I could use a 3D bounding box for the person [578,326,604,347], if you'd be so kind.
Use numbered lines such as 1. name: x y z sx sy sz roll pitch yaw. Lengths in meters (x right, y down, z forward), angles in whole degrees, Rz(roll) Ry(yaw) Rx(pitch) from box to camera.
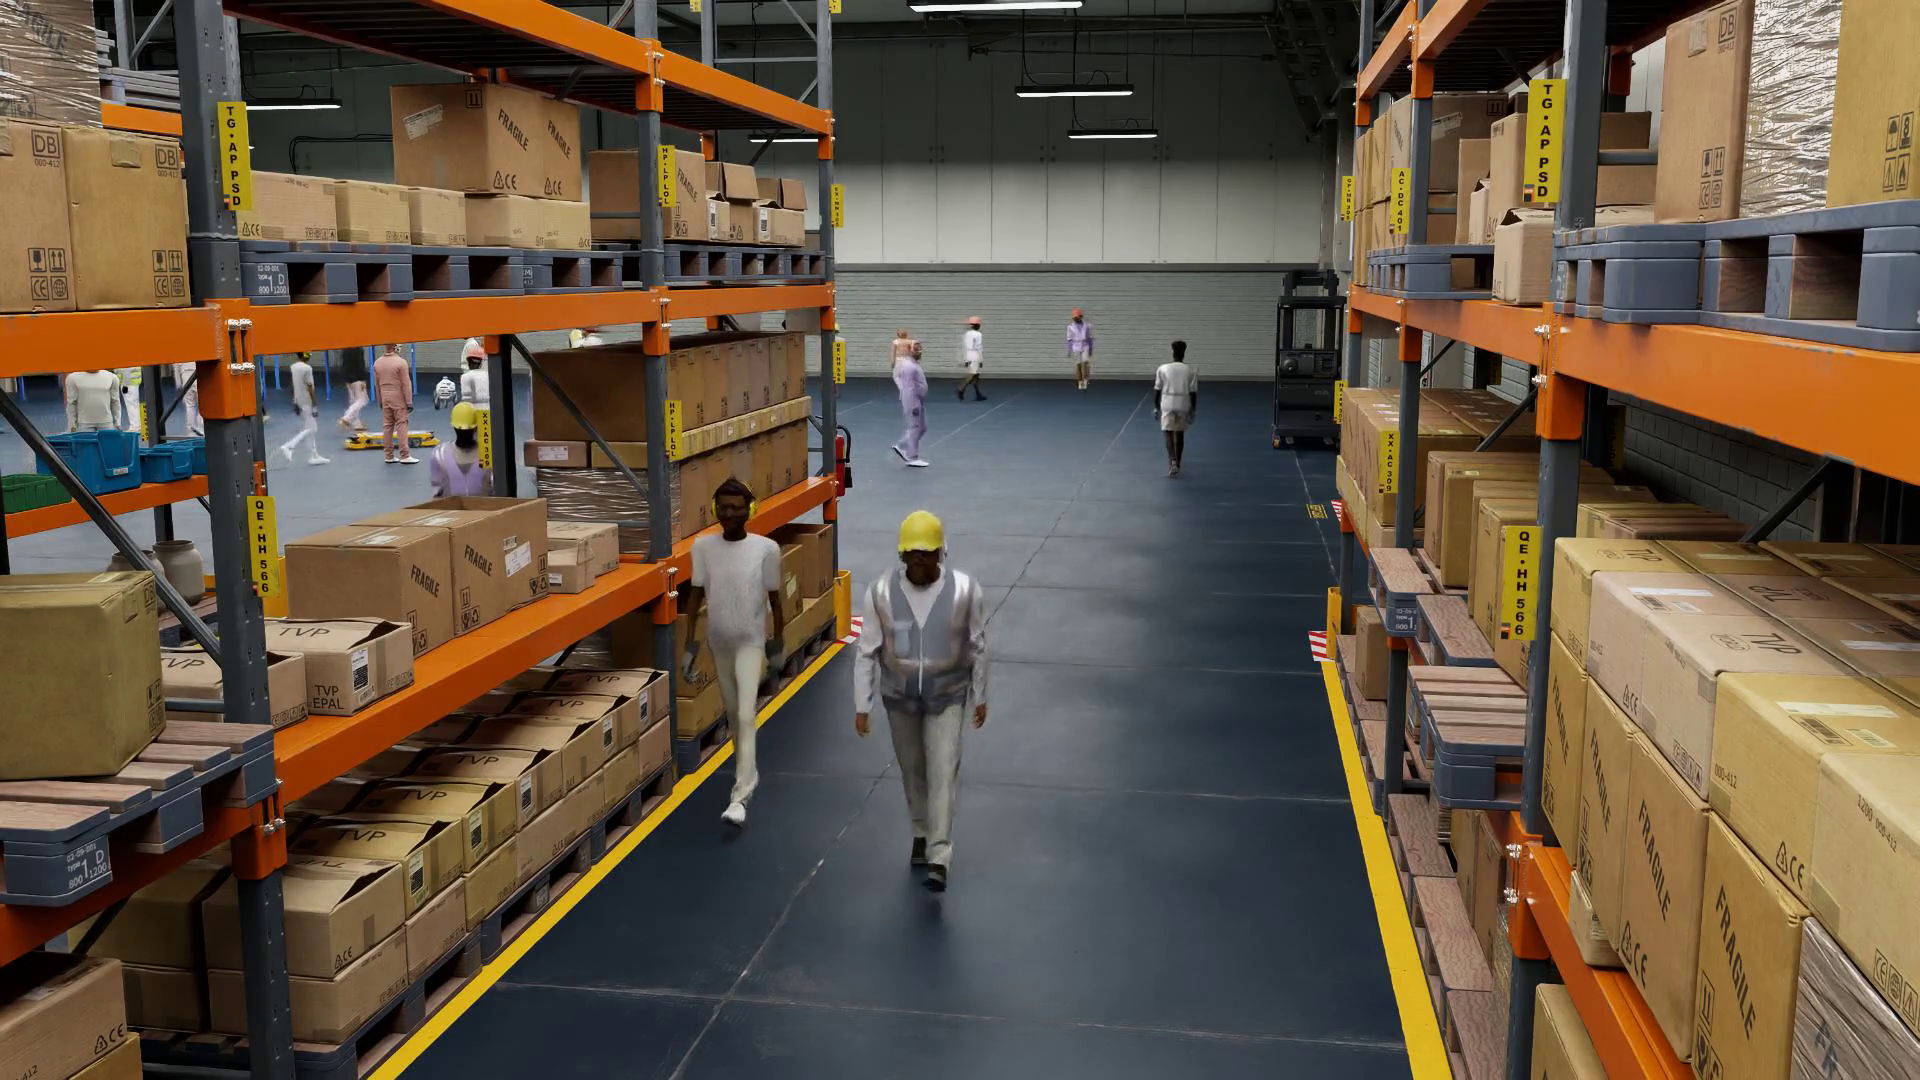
1. person: -7.297 -3.344 32.814 0.616 1.925 0.737 5 11 29

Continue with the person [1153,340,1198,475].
1. person: 3.108 -1.908 23.930 0.611 1.937 0.926 0 9 -1

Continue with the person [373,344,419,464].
1. person: -8.560 -2.114 25.261 0.639 1.911 0.406 4 10 23

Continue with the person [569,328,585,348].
1. person: -8.566 -4.097 37.700 0.624 1.845 0.430 7 12 37

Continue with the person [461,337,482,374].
1. person: -9.248 -3.133 31.446 0.400 1.940 0.604 -3 10 -16

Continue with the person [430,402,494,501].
1. person: -3.883 -0.150 13.176 0.593 1.902 0.416 -1 9 -9

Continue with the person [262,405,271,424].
1. person: -13.511 -2.988 31.447 0.867 1.656 0.542 -3 10 -16

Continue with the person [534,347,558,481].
1. person: -5.424 -1.594 22.033 0.433 1.921 0.638 -6 11 -31

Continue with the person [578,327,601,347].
1. person: -7.156 -3.223 31.828 0.731 2.000 0.700 -2 9 -14

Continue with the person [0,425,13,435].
1. person: -17.127 -2.712 29.243 0.830 1.812 0.593 -5 10 -28

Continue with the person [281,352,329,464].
1. person: -9.874 -2.042 24.985 0.535 1.850 0.709 8 12 41

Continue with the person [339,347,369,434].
1. person: -10.840 -2.870 29.733 0.668 1.973 0.536 8 12 39

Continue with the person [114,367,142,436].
1. person: -14.760 -2.769 29.509 0.429 1.841 0.634 -2 9 -13

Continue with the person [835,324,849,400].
1. person: -2.826 -4.056 37.836 0.520 1.717 0.925 3 10 16

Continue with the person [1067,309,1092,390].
1. person: 2.925 -4.650 40.659 0.612 1.984 0.799 1 9 6

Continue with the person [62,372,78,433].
1. person: -12.780 -1.924 23.914 0.852 1.973 0.607 -1 9 -9

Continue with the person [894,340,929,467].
1. person: -0.704 -2.040 24.860 0.480 1.892 0.647 1 9 7

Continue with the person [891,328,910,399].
1. person: -1.296 -3.988 37.665 0.540 1.624 0.428 -5 10 -28

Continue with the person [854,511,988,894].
1. person: -0.197 0.760 7.904 0.626 1.782 0.917 1 9 5

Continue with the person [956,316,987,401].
1. person: 0.249 -4.079 37.373 0.809 1.919 0.554 -6 11 -31

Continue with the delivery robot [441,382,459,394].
1. delivery robot: -10.890 -3.240 35.413 0.335 0.223 0.698 -1 9 -6

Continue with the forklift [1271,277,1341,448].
1. forklift: 5.847 -3.016 27.970 1.129 2.768 1.873 1 9 9

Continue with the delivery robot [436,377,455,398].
1. delivery robot: -11.530 -3.413 37.278 0.477 0.478 0.707 -2 9 -11

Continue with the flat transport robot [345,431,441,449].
1. flat transport robot: -9.481 -1.687 27.798 1.431 0.197 0.652 -5 10 -27

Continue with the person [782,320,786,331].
1. person: -4.337 -4.670 41.680 0.539 1.693 0.318 -2 9 -11

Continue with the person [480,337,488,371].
1. person: -9.665 -3.411 34.170 0.520 1.609 0.568 -2 9 -12

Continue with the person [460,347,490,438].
1. person: -6.600 -1.668 22.574 0.940 1.878 0.559 7 12 38

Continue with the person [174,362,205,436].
1. person: -13.344 -2.711 29.003 0.700 1.889 0.514 0 9 1

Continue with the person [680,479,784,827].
1. person: -1.211 0.581 8.895 0.497 1.824 0.989 2 9 10

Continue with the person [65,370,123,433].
1. person: -11.071 -1.485 21.306 0.627 1.934 0.371 -6 11 -34
